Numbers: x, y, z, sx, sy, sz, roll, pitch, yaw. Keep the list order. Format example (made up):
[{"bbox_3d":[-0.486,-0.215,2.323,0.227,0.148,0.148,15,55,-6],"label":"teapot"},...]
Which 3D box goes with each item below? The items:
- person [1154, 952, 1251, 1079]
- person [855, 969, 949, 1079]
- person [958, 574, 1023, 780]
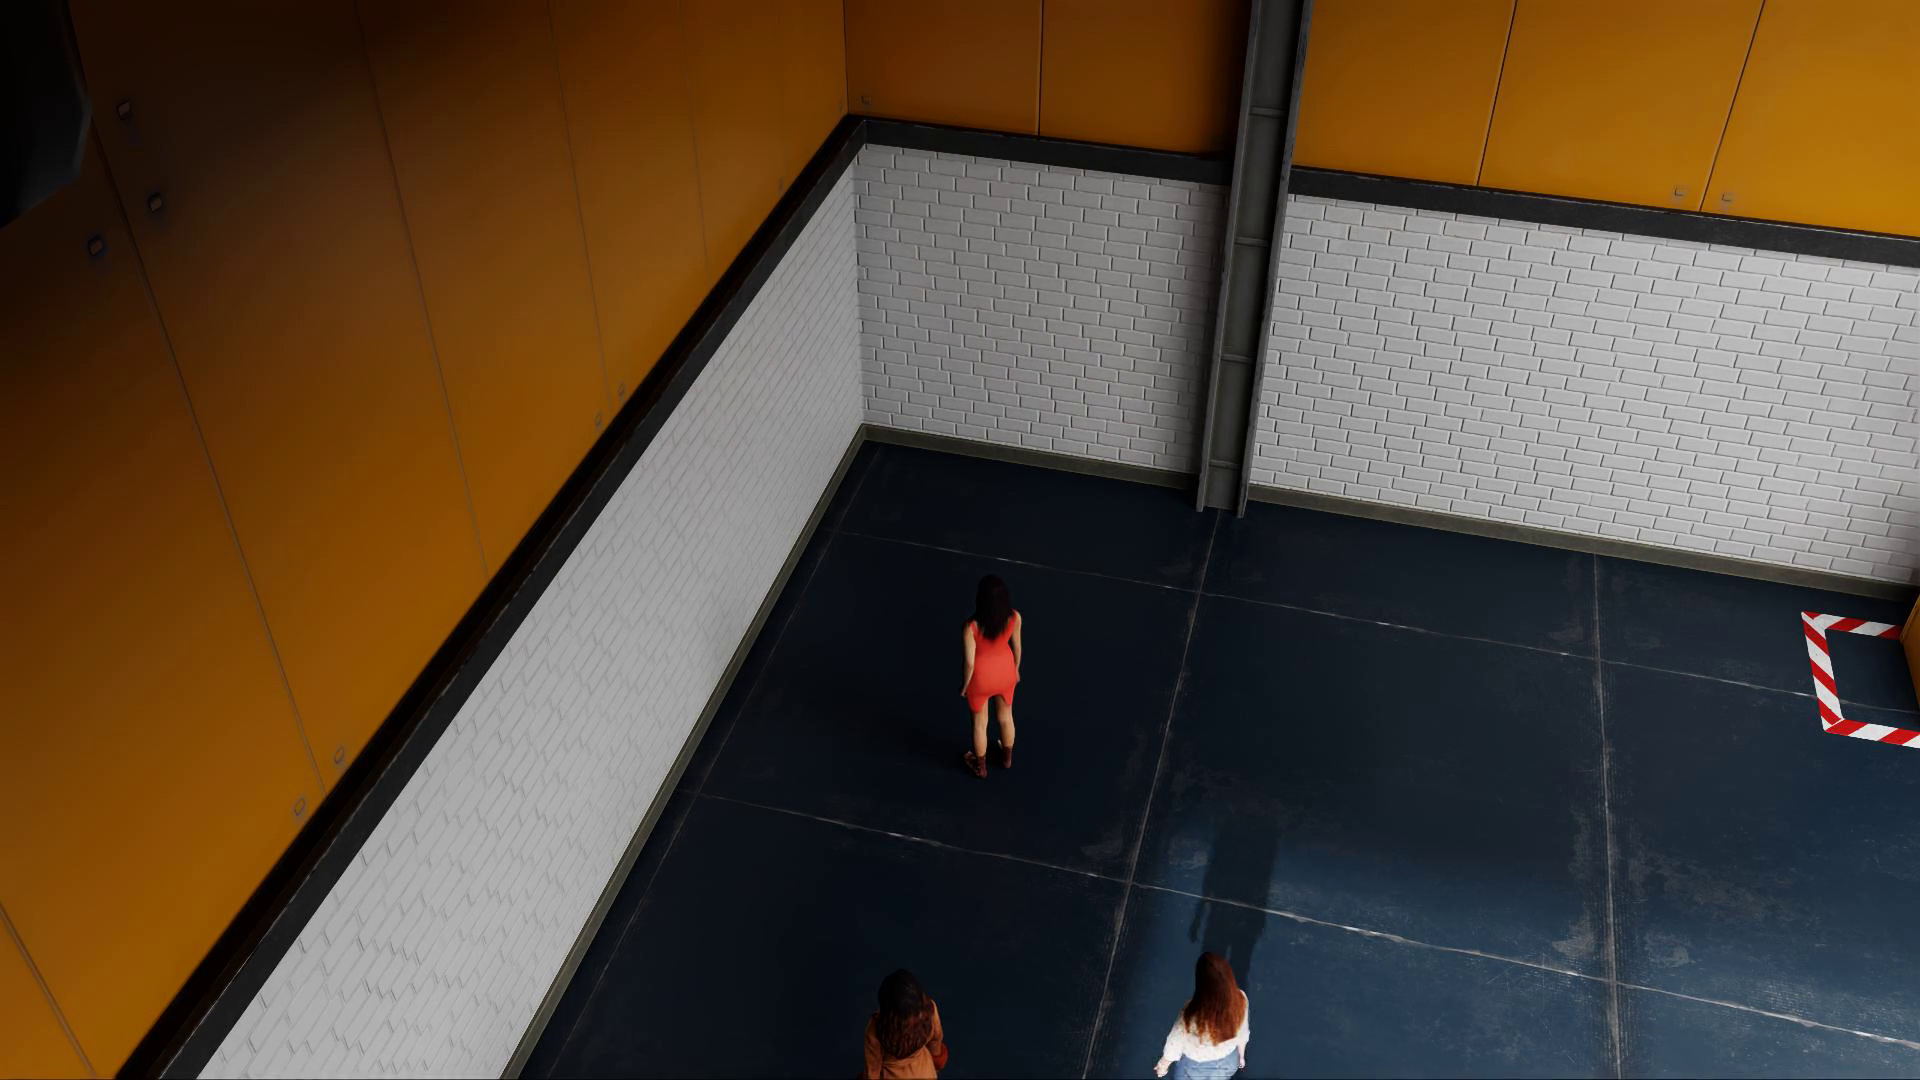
[{"bbox_3d":[1.318,2.768,8.689,0.758,1.723,0.832,-12,40,-14],"label":"person"},{"bbox_3d":[-0.297,2.803,8.646,0.772,1.720,0.834,-20,43,-23],"label":"person"},{"bbox_3d":[0.204,0.908,11.022,0.648,1.718,0.735,-14,41,-17],"label":"person"}]
